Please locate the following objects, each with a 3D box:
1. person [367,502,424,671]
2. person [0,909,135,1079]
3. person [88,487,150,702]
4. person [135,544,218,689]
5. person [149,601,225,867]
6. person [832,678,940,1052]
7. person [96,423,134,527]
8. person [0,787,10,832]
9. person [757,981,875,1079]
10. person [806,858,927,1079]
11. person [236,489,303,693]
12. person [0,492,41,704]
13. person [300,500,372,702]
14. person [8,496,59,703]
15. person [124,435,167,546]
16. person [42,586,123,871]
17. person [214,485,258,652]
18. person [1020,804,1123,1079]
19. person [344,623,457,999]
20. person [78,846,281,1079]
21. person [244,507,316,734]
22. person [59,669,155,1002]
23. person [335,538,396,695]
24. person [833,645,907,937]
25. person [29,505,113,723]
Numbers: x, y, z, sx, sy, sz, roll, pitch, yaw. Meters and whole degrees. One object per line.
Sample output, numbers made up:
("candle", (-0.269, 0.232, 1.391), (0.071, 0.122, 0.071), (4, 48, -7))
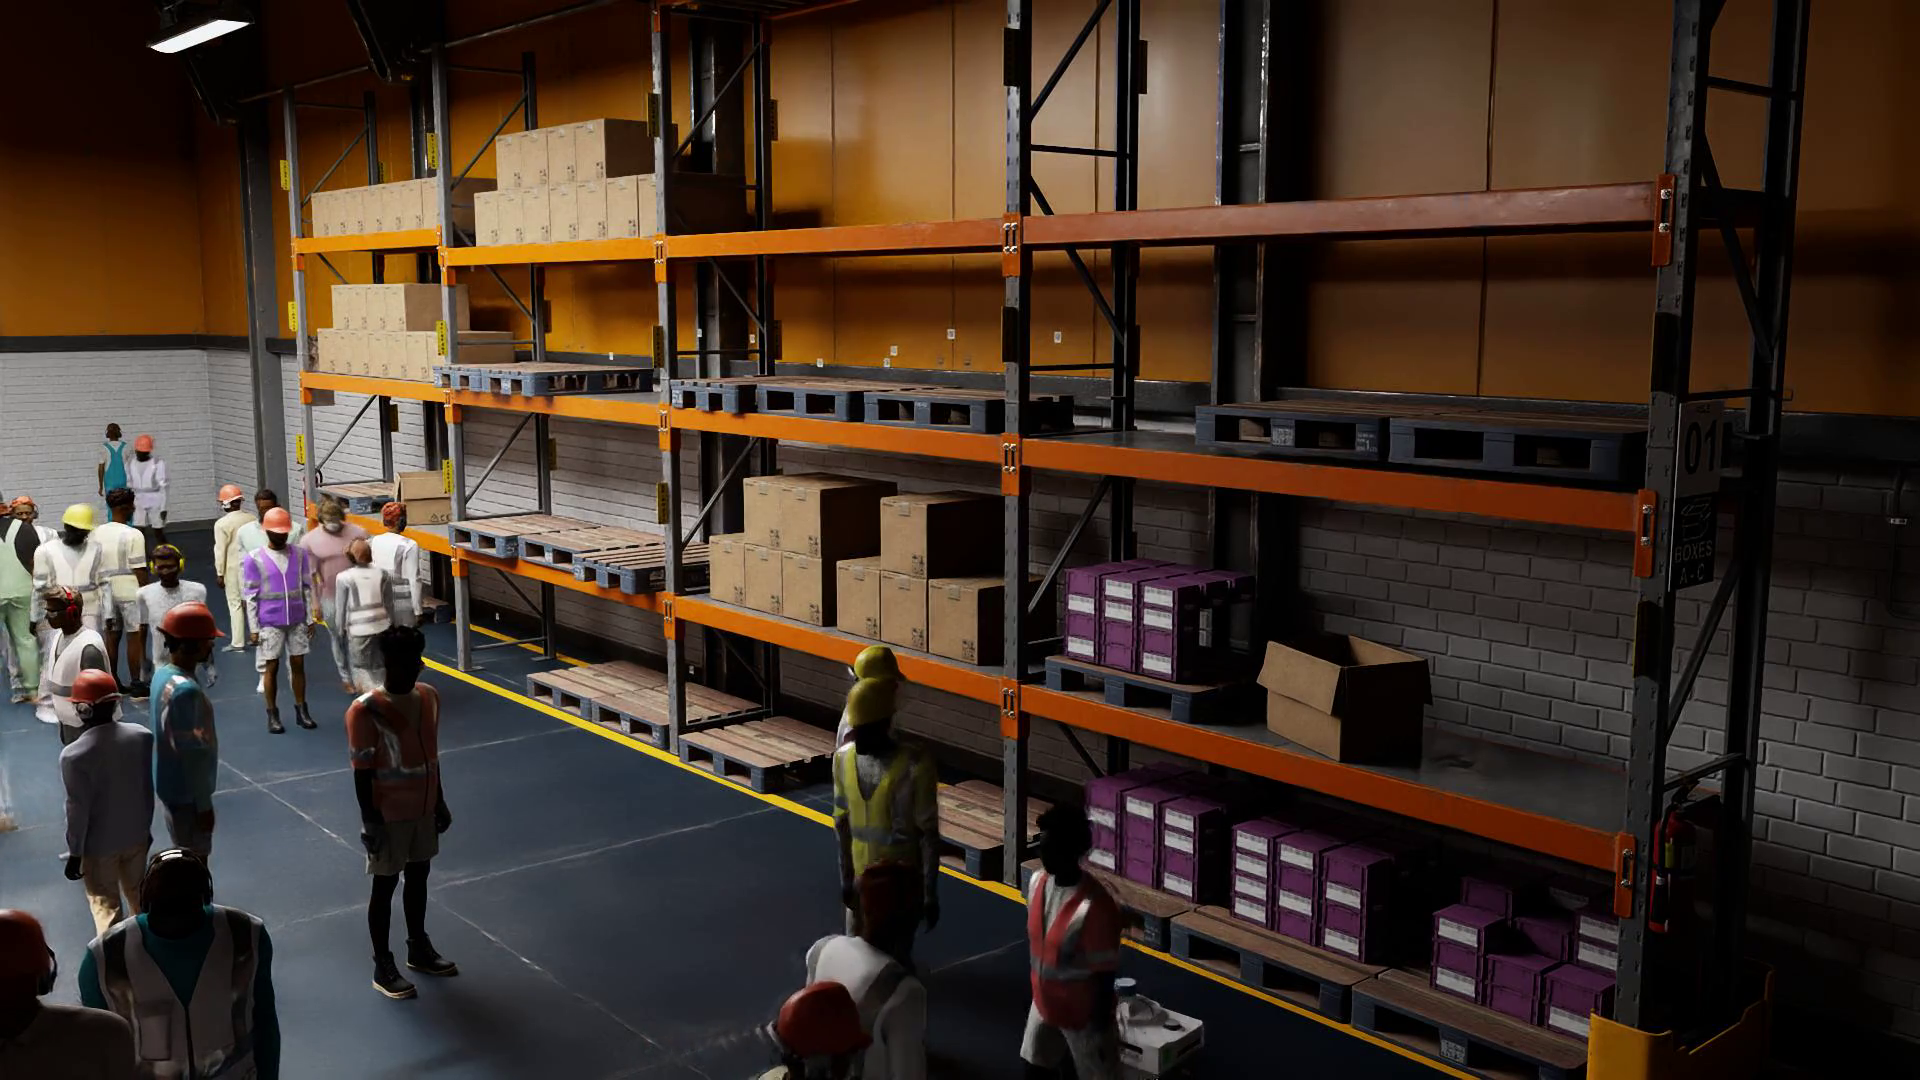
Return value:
("person", (-5.015, 0.598, 14.782), (0.573, 1.876, 0.353), (3, 9, 22))
("person", (-2.633, 1.990, 4.716), (0.617, 1.986, 0.408), (-4, 9, -25))
("person", (-7.632, 0.493, 15.179), (0.614, 1.963, 0.362), (3, 9, 19))
("person", (-5.852, 0.950, 12.453), (0.515, 1.843, 0.670), (-4, 9, -26))
("person", (-4.168, 1.342, 9.059), (0.406, 2.034, 0.609), (-6, 10, -35))
("person", (-0.364, 1.582, 7.859), (0.607, 1.901, 0.515), (6, 10, 36))
("person", (-12.515, -0.817, 24.704), (0.520, 1.843, 0.331), (-5, 10, -33))
("person", (-6.926, 1.151, 11.161), (0.903, 1.801, 0.638), (-4, 9, -24))
("person", (-0.416, 2.104, 4.767), (0.365, 1.737, 0.575), (-2, 9, -16))
("person", (-0.362, 1.955, 5.490), (1.016, 1.832, 0.627), (-5, 10, -33))
("person", (-6.426, 0.468, 15.569), (0.612, 1.910, 0.396), (-3, 9, -19))
("person", (-8.608, 0.497, 14.890), (0.535, 2.000, 0.680), (7, 11, 40))
("person", (-5.604, 0.554, 15.109), (0.693, 1.861, 1.015), (-3, 9, -19))
("person", (-8.504, 0.531, 15.199), (0.584, 1.882, 0.337), (-7, 11, -42))
("person", (-10.800, -0.459, 22.064), (0.557, 1.875, 0.996), (-1, 8, -6))
("person", (-5.653, 1.198, 10.747), (0.560, 1.837, 0.388), (7, 11, 41))
("person", (-7.548, 0.291, 17.355), (0.367, 1.743, 0.569), (4, 9, 24))
("person", (0.525, 1.857, 6.719), (0.771, 1.669, 0.543), (-6, 10, -34))
("person", (-2.951, 1.409, 8.823), (0.368, 1.963, 0.603), (4, 9, 25))
("person", (-2.619, 1.930, 5.643), (0.621, 1.838, 0.429), (-5, 10, -32))
("person", (-5.727, 0.674, 14.066), (0.549, 1.927, 0.393), (-7, 11, -42))
("person", (-4.450, 1.534, 8.673), (0.342, 1.751, 0.564), (3, 9, 18))
("person", (-5.070, 0.791, 14.294), (0.471, 1.618, 0.557), (7, 11, 42))
("person", (-0.474, 1.462, 8.943), (0.403, 1.823, 0.596), (0, 8, 1))
("person", (-7.726, 0.632, 14.488), (0.665, 1.896, 0.442), (-5, 9, -30))
